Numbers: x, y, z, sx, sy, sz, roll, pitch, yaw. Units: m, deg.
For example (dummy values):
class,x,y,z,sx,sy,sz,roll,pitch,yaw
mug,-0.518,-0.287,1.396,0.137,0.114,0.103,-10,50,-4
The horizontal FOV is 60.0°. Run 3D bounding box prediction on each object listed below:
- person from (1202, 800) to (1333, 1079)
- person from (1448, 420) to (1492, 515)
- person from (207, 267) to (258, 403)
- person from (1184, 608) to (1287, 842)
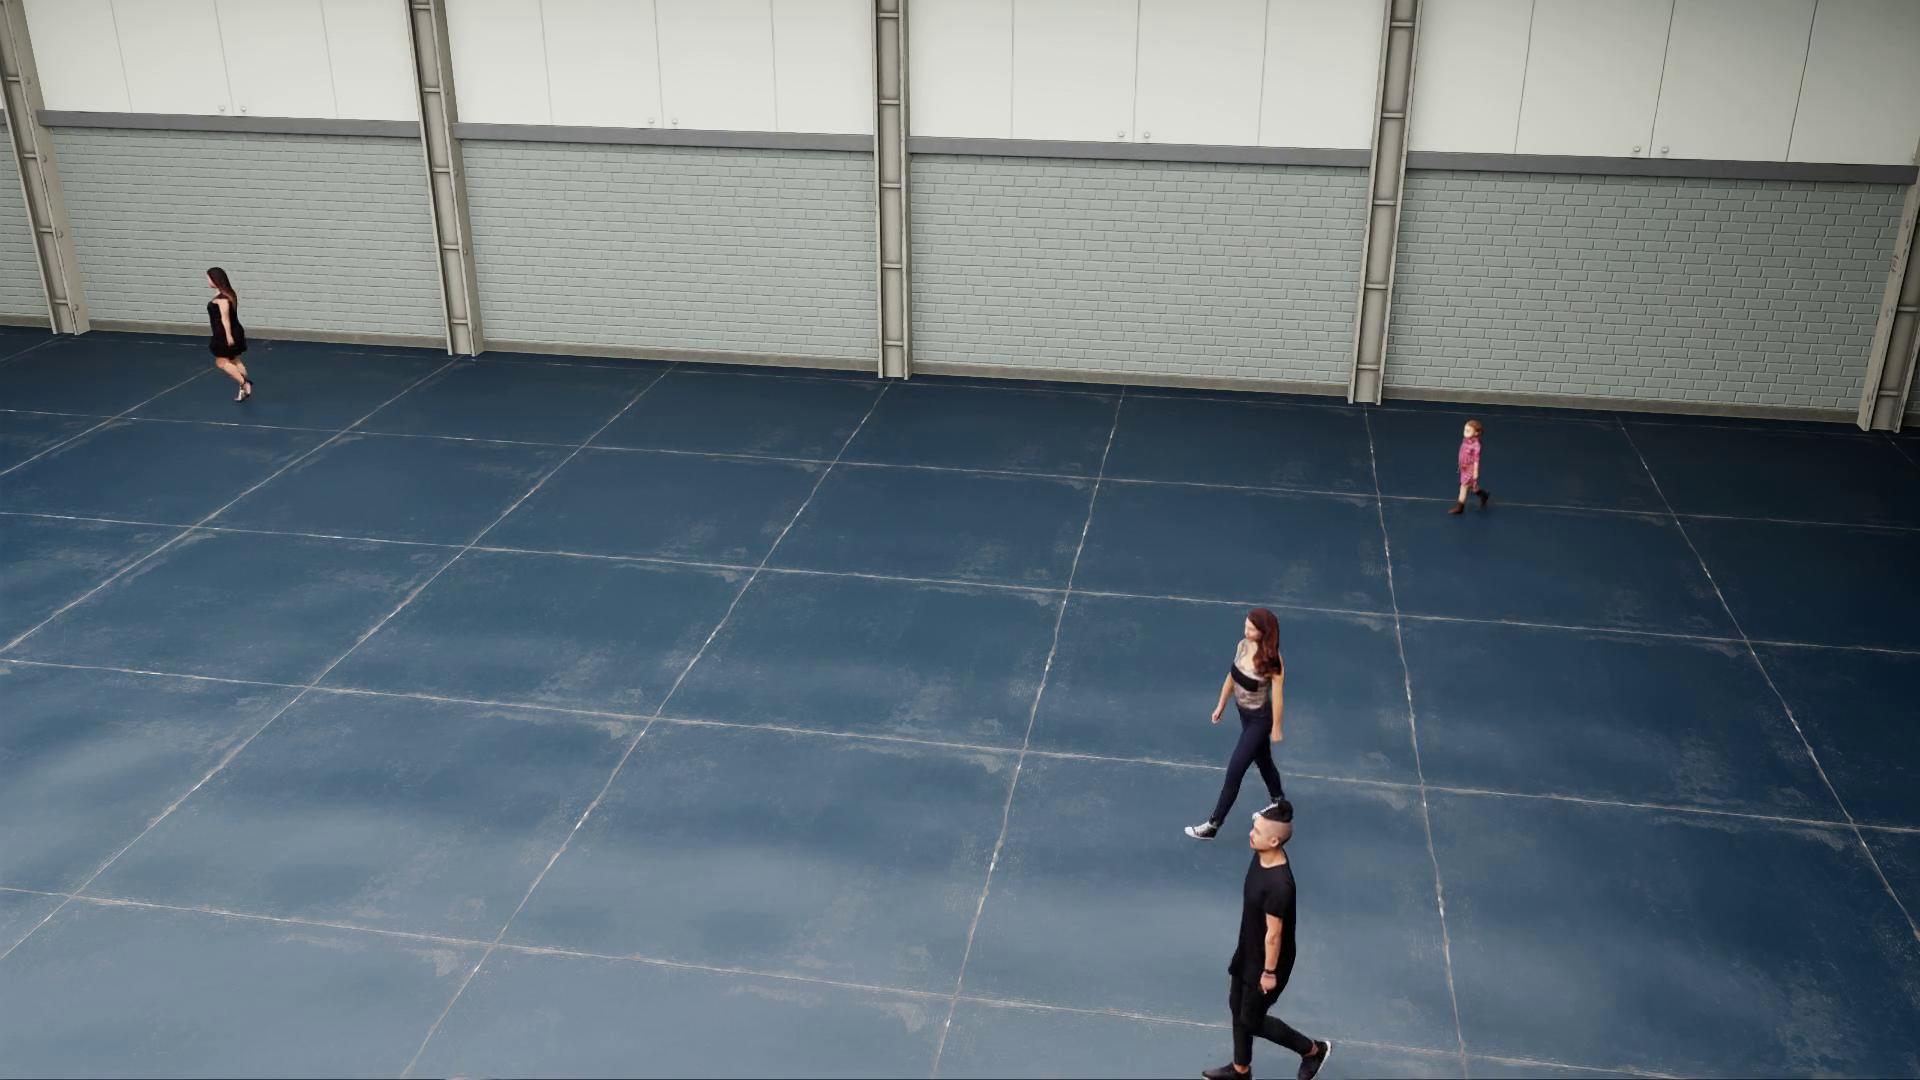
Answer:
class,x,y,z,sx,sy,sz,roll,pitch,yaw
person,1.728,2.244,9.068,0.984,1.849,0.793,0,23,0
person,5.309,-0.753,17.186,0.758,1.011,0.603,-7,24,-15
person,-8.877,-2.500,20.406,0.773,1.706,0.740,-3,23,-7
person,2.131,1.255,11.561,1.209,1.718,1.014,-9,25,-20
